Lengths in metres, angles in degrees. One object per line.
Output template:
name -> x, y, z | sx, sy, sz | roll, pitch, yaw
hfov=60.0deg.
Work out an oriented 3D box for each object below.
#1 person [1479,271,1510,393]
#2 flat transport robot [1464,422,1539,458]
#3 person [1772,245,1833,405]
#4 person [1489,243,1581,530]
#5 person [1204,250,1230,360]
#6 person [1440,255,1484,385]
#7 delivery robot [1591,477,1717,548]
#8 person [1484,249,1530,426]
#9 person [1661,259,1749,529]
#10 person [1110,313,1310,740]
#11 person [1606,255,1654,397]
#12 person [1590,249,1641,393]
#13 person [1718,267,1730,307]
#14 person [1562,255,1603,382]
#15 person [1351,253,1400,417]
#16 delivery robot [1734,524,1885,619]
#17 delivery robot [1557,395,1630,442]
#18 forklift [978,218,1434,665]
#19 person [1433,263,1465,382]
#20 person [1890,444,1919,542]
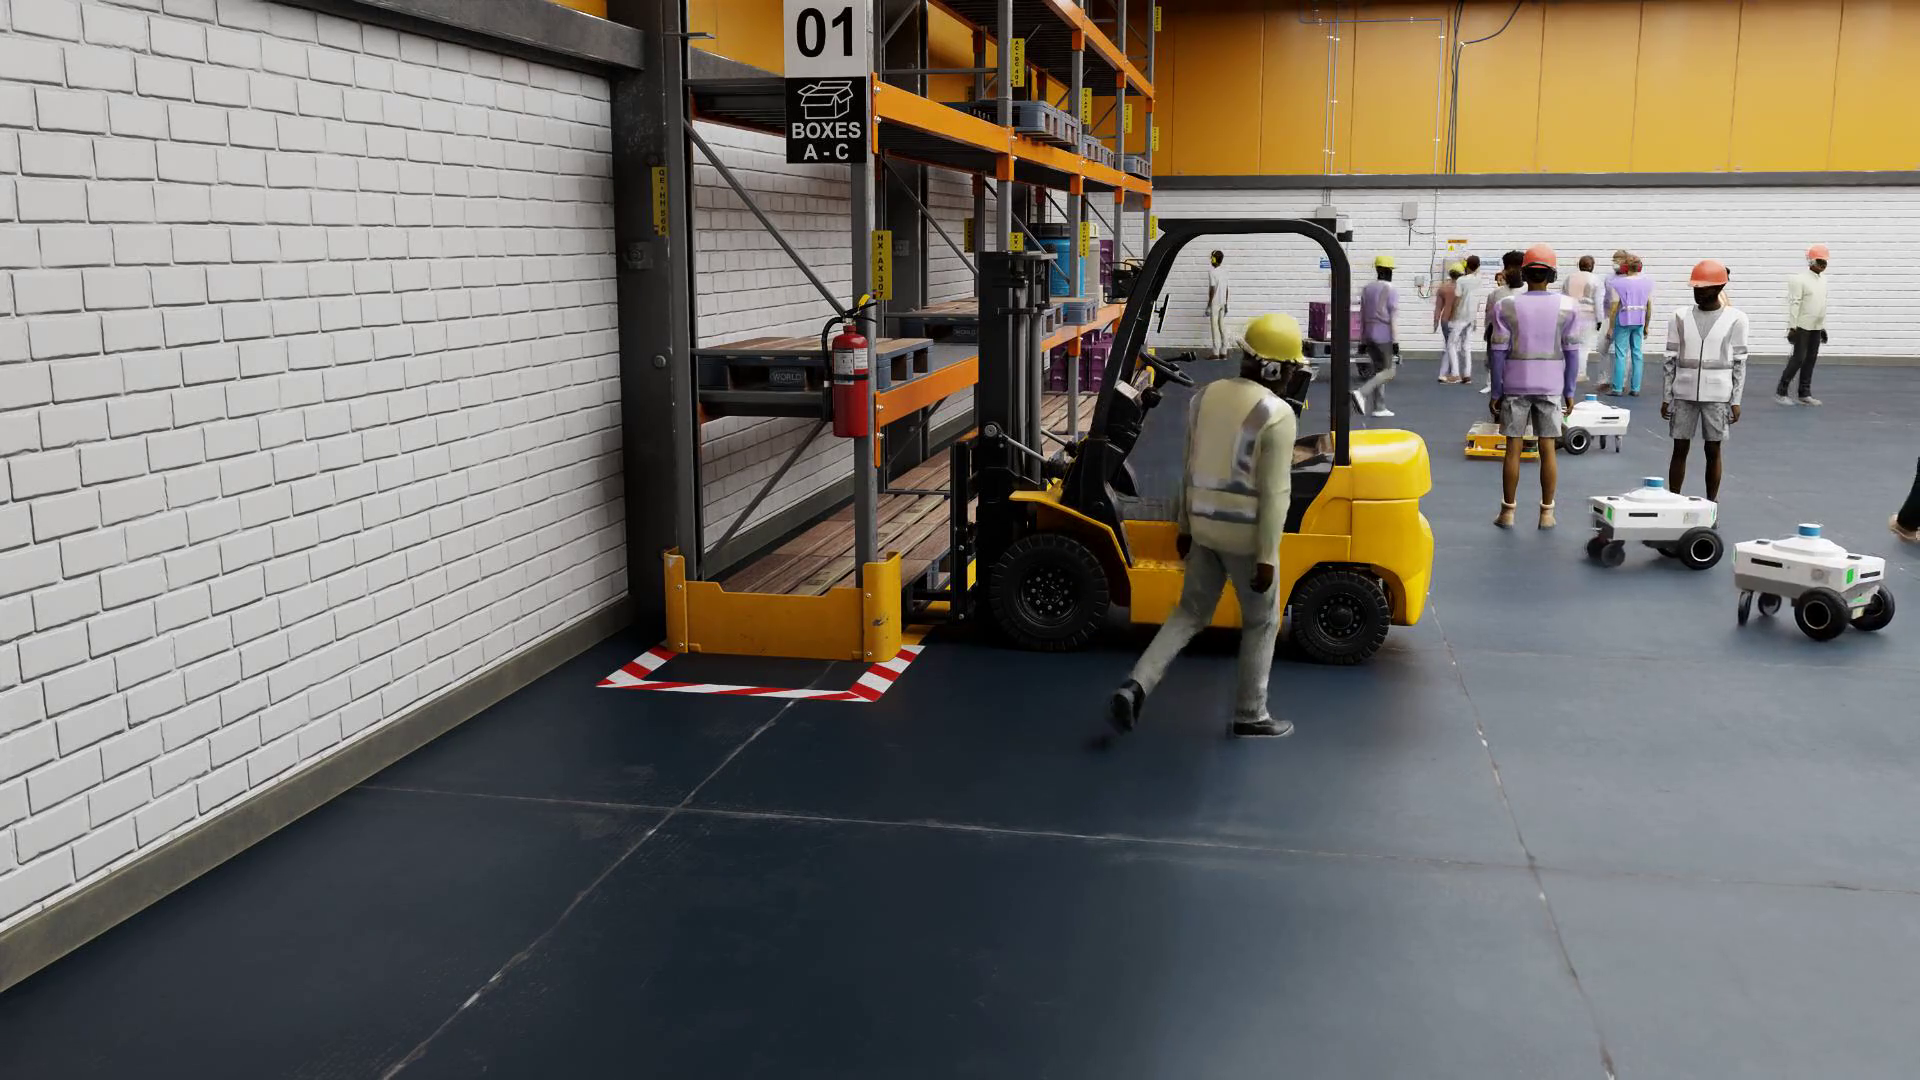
person -> 7.214, -2.756, 22.163 | 0.307, 1.638, 0.518 | -9, 14, -40
flat transport robot -> 5.299, -0.978, 16.164 | 0.652, 0.197, 1.431 | 4, 11, 21
person -> 10.548, -2.662, 20.750 | 0.651, 1.979, 0.502 | -6, 12, -30
person -> 4.087, -1.085, 11.888 | 0.608, 2.044, 0.370 | 2, 11, 13
person -> 4.372, -3.988, 28.295 | 0.533, 1.863, 0.310 | -10, 14, -43
person -> 7.149, -3.114, 23.616 | 0.653, 1.832, 0.353 | -5, 12, -28
delivery robot -> 4.427, -0.158, 10.632 | 0.707, 0.478, 0.477 | 0, 10, 2
person -> 5.466, -1.880, 16.457 | 0.361, 1.963, 0.613 | -8, 13, -37
person -> 5.313, -1.036, 11.919 | 0.549, 1.932, 0.375 | 7, 13, 34
person -> 1.037, -0.024, 6.782 | 0.743, 1.791, 0.622 | -7, 12, -32
person -> 8.771, -2.792, 21.787 | 0.569, 1.845, 0.385 | -1, 10, -6
person -> 8.712, -2.888, 22.090 | 0.548, 1.922, 0.646 | -6, 12, -28
person -> 10.150, -2.827, 22.375 | 0.322, 1.699, 0.536 | 9, 14, 40
person -> 9.003, -3.202, 24.069 | 0.471, 1.832, 0.624 | -6, 12, -31
person -> 4.790, -2.345, 19.146 | 0.629, 1.908, 0.592 | -5, 11, -24
delivery robot -> 4.533, 0.156, 8.911 | 0.477, 0.478, 0.707 | -6, 12, -30
delivery robot -> 6.134, -1.173, 16.196 | 0.707, 0.478, 0.477 | -1, 10, -8
forklift -> 1.285, -0.567, 8.635 | 2.313, 2.155, 1.214 | 2, 11, 11
person -> 7.119, -3.135, 24.031 | 0.507, 1.716, 0.888 | 10, 14, 43
person -> 6.675, -0.925, 11.019 | 0.694, 2.000, 0.996 | 1, 10, 5
